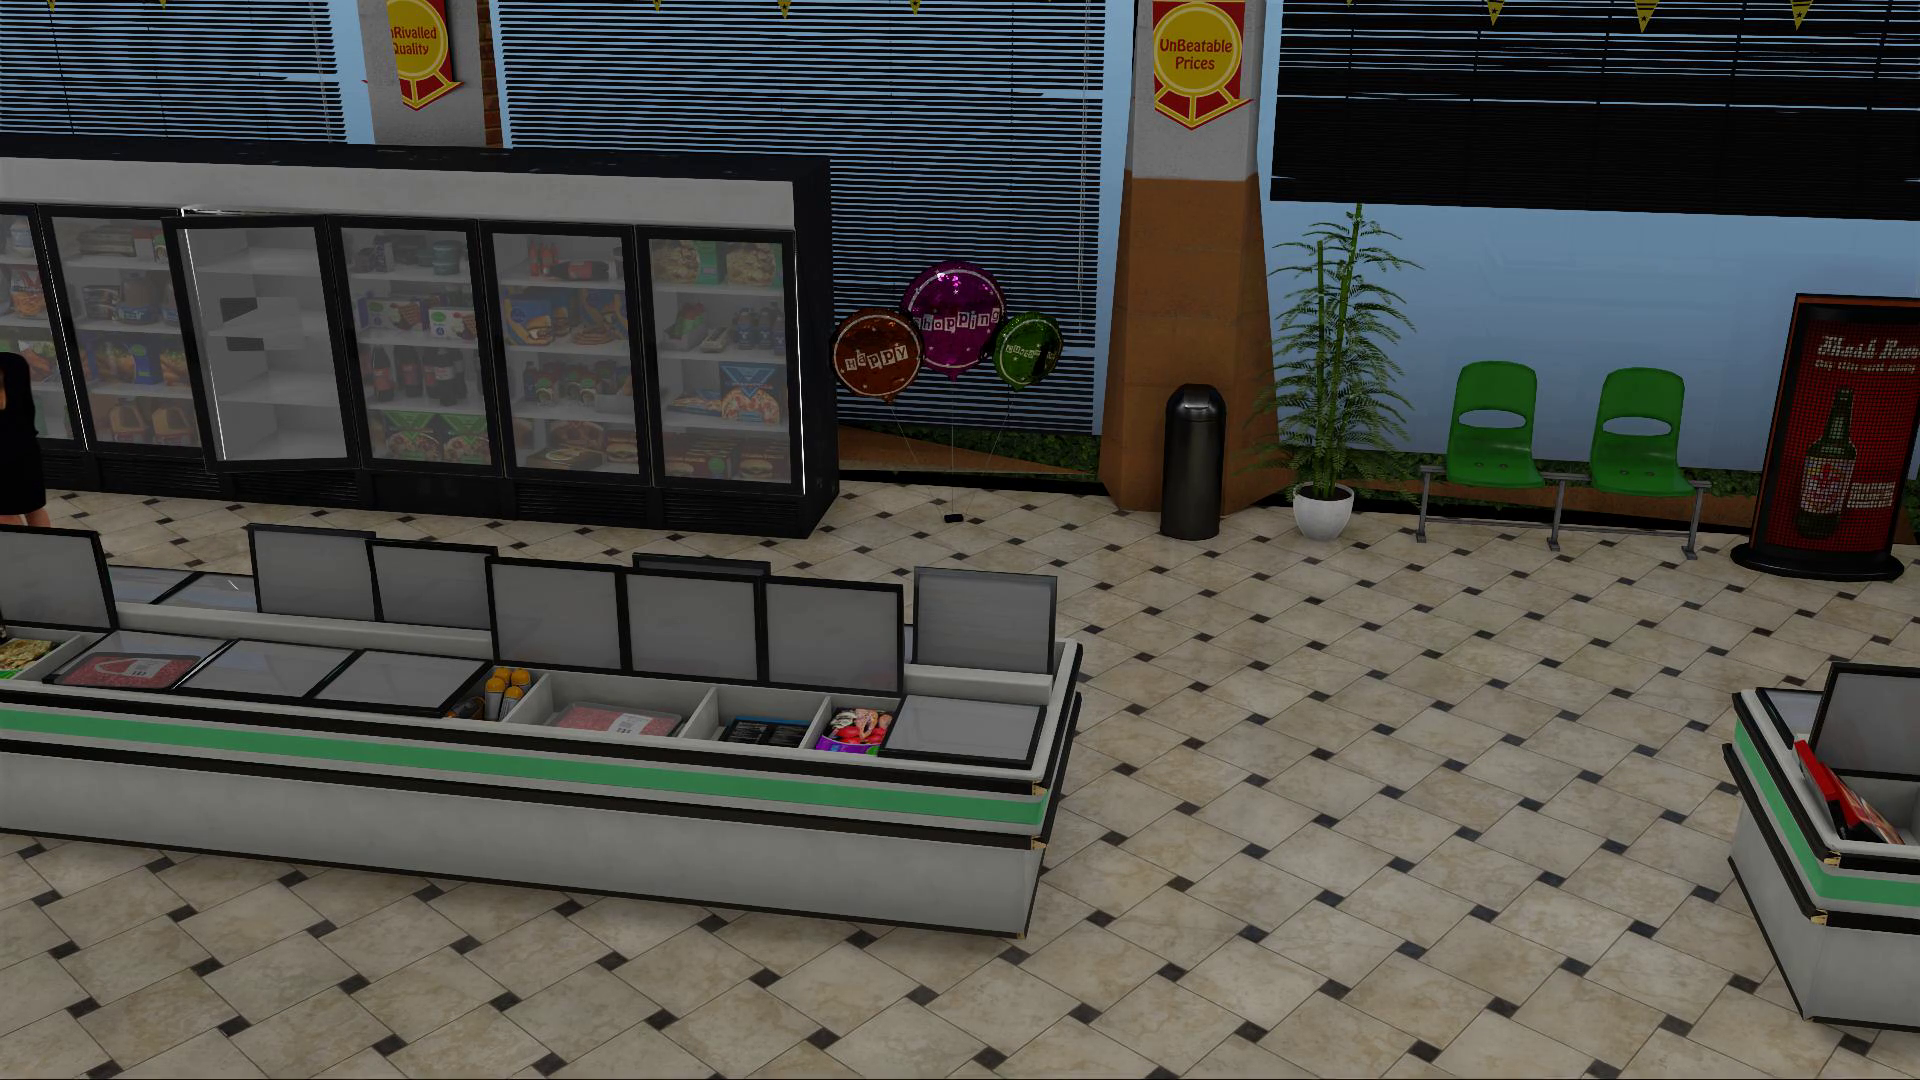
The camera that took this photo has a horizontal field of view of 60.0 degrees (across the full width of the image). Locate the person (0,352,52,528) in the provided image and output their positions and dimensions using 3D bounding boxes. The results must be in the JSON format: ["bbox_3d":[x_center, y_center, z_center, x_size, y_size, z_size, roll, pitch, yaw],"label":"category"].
[{"bbox_3d":[-5.629,-0.516,9.787,0.656,1.670,0.715,7,23,16],"label":"person"}]
